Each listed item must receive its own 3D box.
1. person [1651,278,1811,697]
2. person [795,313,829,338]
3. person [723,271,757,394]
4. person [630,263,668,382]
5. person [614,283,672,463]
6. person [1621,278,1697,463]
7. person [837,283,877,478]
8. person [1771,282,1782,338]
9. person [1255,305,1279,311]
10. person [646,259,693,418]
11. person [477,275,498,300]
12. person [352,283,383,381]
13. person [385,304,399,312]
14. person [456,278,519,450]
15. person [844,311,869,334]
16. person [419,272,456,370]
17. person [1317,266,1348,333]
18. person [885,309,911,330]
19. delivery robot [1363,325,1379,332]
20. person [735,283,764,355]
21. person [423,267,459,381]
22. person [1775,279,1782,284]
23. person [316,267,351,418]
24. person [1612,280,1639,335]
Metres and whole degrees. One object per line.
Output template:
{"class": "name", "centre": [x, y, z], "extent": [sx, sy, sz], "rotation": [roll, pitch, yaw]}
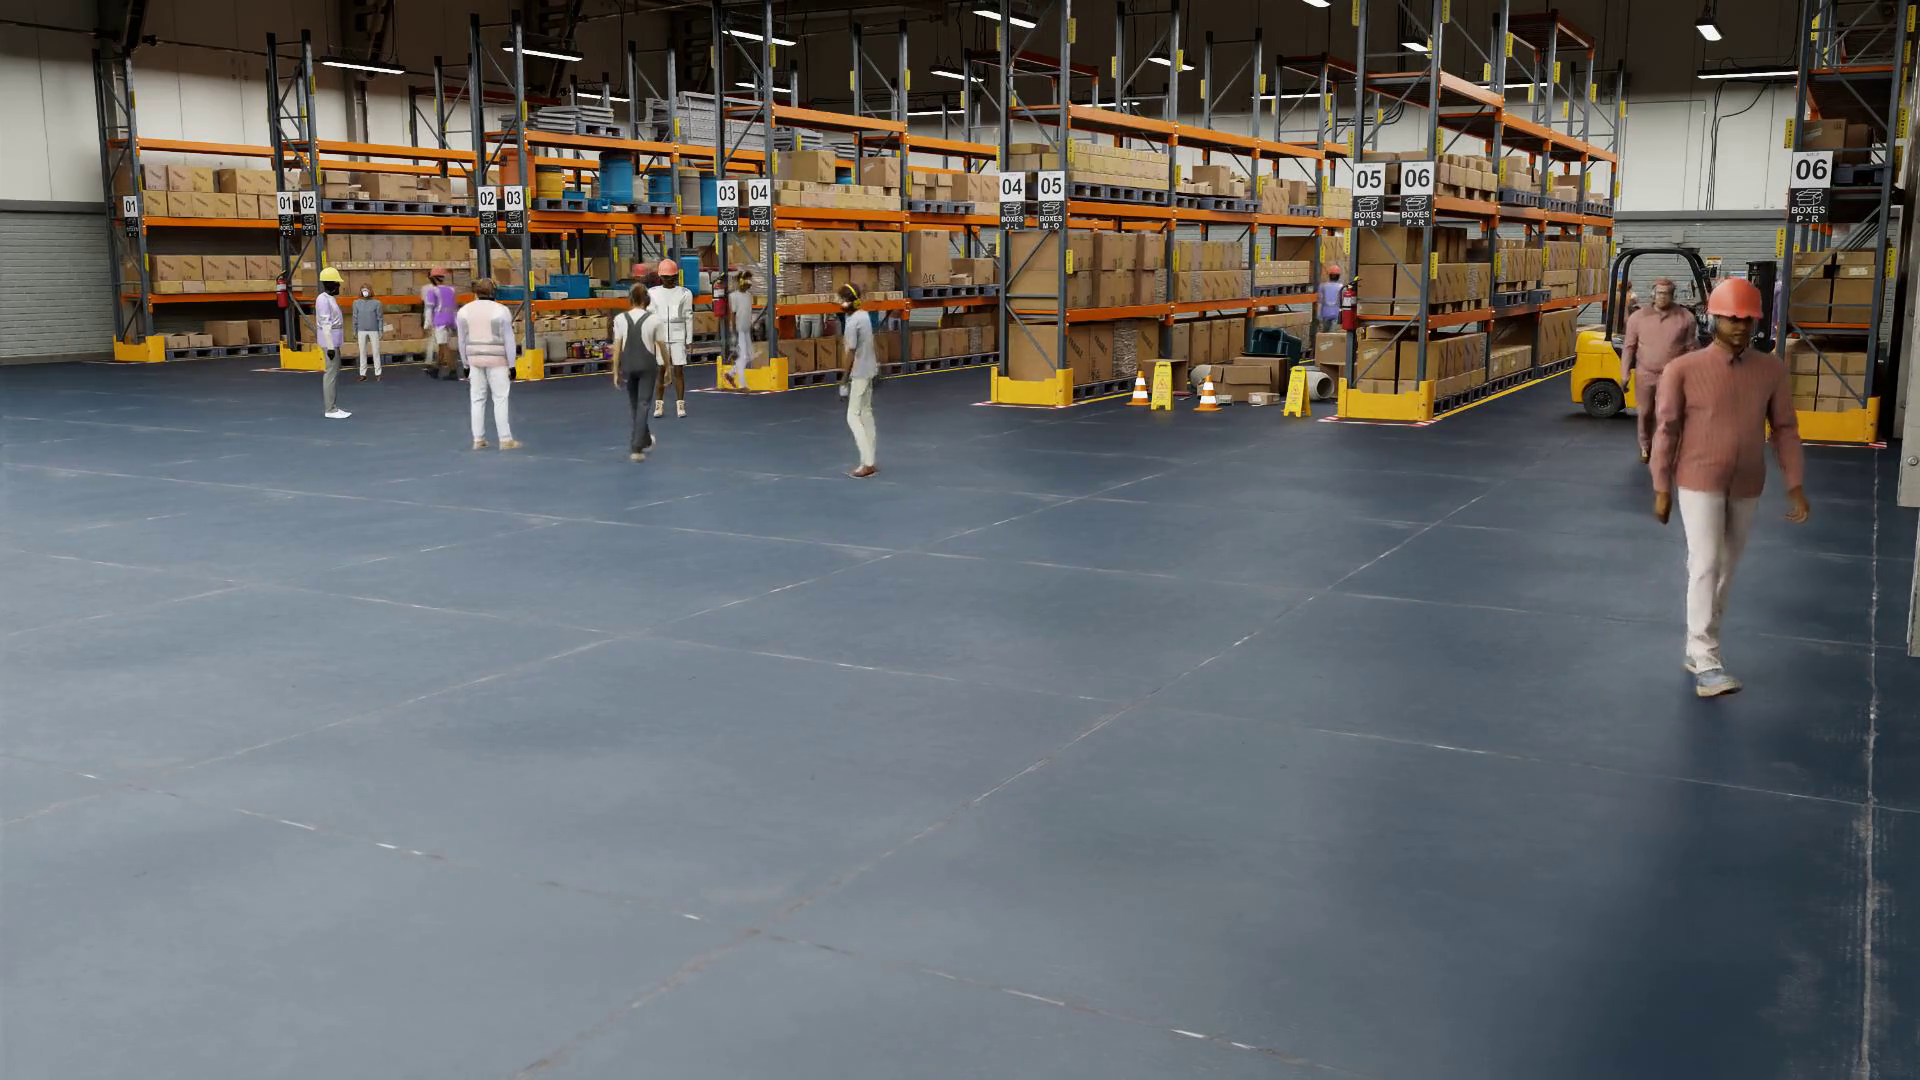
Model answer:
{"class": "person", "centre": [3.676, -0.235, 7.856], "extent": [0.619, 1.962, 0.853], "rotation": [-1, 10, -4]}
{"class": "person", "centre": [-2.630, -3.918, 29.517], "extent": [0.626, 1.933, 0.370], "rotation": [1, 10, 6]}
{"class": "person", "centre": [-3.336, -3.136, 25.154], "extent": [0.567, 1.854, 0.547], "rotation": [5, 11, 25]}
{"class": "person", "centre": [-5.173, -3.574, 27.427], "extent": [0.727, 1.948, 0.645], "rotation": [1, 10, 6]}
{"class": "person", "centre": [-3.221, -1.711, 16.974], "extent": [0.537, 1.789, 0.975], "rotation": [1, 10, 7]}
{"class": "person", "centre": [6.861, -1.641, 16.355], "extent": [0.661, 1.876, 0.935], "rotation": [5, 11, 25]}
{"class": "person", "centre": [-0.944, -1.512, 15.738], "extent": [0.335, 1.832, 0.656], "rotation": [3, 10, 16]}
{"class": "person", "centre": [14.198, -3.875, 29.318], "extent": [0.400, 1.910, 0.643], "rotation": [-8, 13, -39]}
{"class": "person", "centre": [6.513, -4.782, 35.438], "extent": [0.521, 1.622, 0.588], "rotation": [6, 12, 33]}
{"class": "person", "centre": [-3.732, -2.582, 21.383], "extent": [0.605, 2.033, 0.392], "rotation": [-1, 10, -7]}
{"class": "person", "centre": [-8.348, -3.810, 29.425], "extent": [0.529, 1.746, 0.632], "rotation": [5, 11, 25]}
{"class": "person", "centre": [-9.834, -3.452, 27.634], "extent": [0.500, 1.636, 0.285], "rotation": [-1, 10, -8]}
{"class": "person", "centre": [-11.863, -4.645, 34.779], "extent": [0.870, 1.580, 0.509], "rotation": [-9, 13, -43]}
{"class": "person", "centre": [-5.053, -1.887, 17.873], "extent": [0.633, 1.839, 0.429], "rotation": [2, 10, 10]}
{"class": "person", "centre": [-2.074, -4.367, 32.553], "extent": [0.647, 1.787, 0.581], "rotation": [6, 12, 33]}
{"class": "person", "centre": [-9.573, -4.051, 30.578], "extent": [0.562, 1.818, 0.955], "rotation": [5, 11, 25]}
{"class": "person", "centre": [7.091, -4.251, 31.605], "extent": [0.567, 1.882, 1.016], "rotation": [4, 11, 23]}
{"class": "person", "centre": [-1.214, -4.316, 32.317], "extent": [0.525, 1.769, 0.314], "rotation": [3, 10, 19]}
{"class": "delivery robot", "centre": [9.372, -4.630, 37.415], "extent": [0.707, 0.478, 0.477], "rotation": [-2, 10, -11]}
{"class": "person", "centre": [-4.080, -4.358, 32.017], "extent": [0.628, 1.945, 0.430], "rotation": [5, 11, 27]}
{"class": "person", "centre": [-8.743, -3.617, 27.852], "extent": [0.887, 1.886, 0.558], "rotation": [5, 11, 27]}
{"class": "person", "centre": [16.231, -4.560, 33.365], "extent": [0.666, 1.897, 0.597], "rotation": [-8, 13, -40]}
{"class": "person", "centre": [-8.045, -2.524, 21.344], "extent": [0.369, 1.925, 0.594], "rotation": [-2, 10, -14]}
{"class": "person", "centre": [12.872, -4.237, 32.254], "extent": [0.528, 1.627, 0.392], "rotation": [5, 11, 29]}
